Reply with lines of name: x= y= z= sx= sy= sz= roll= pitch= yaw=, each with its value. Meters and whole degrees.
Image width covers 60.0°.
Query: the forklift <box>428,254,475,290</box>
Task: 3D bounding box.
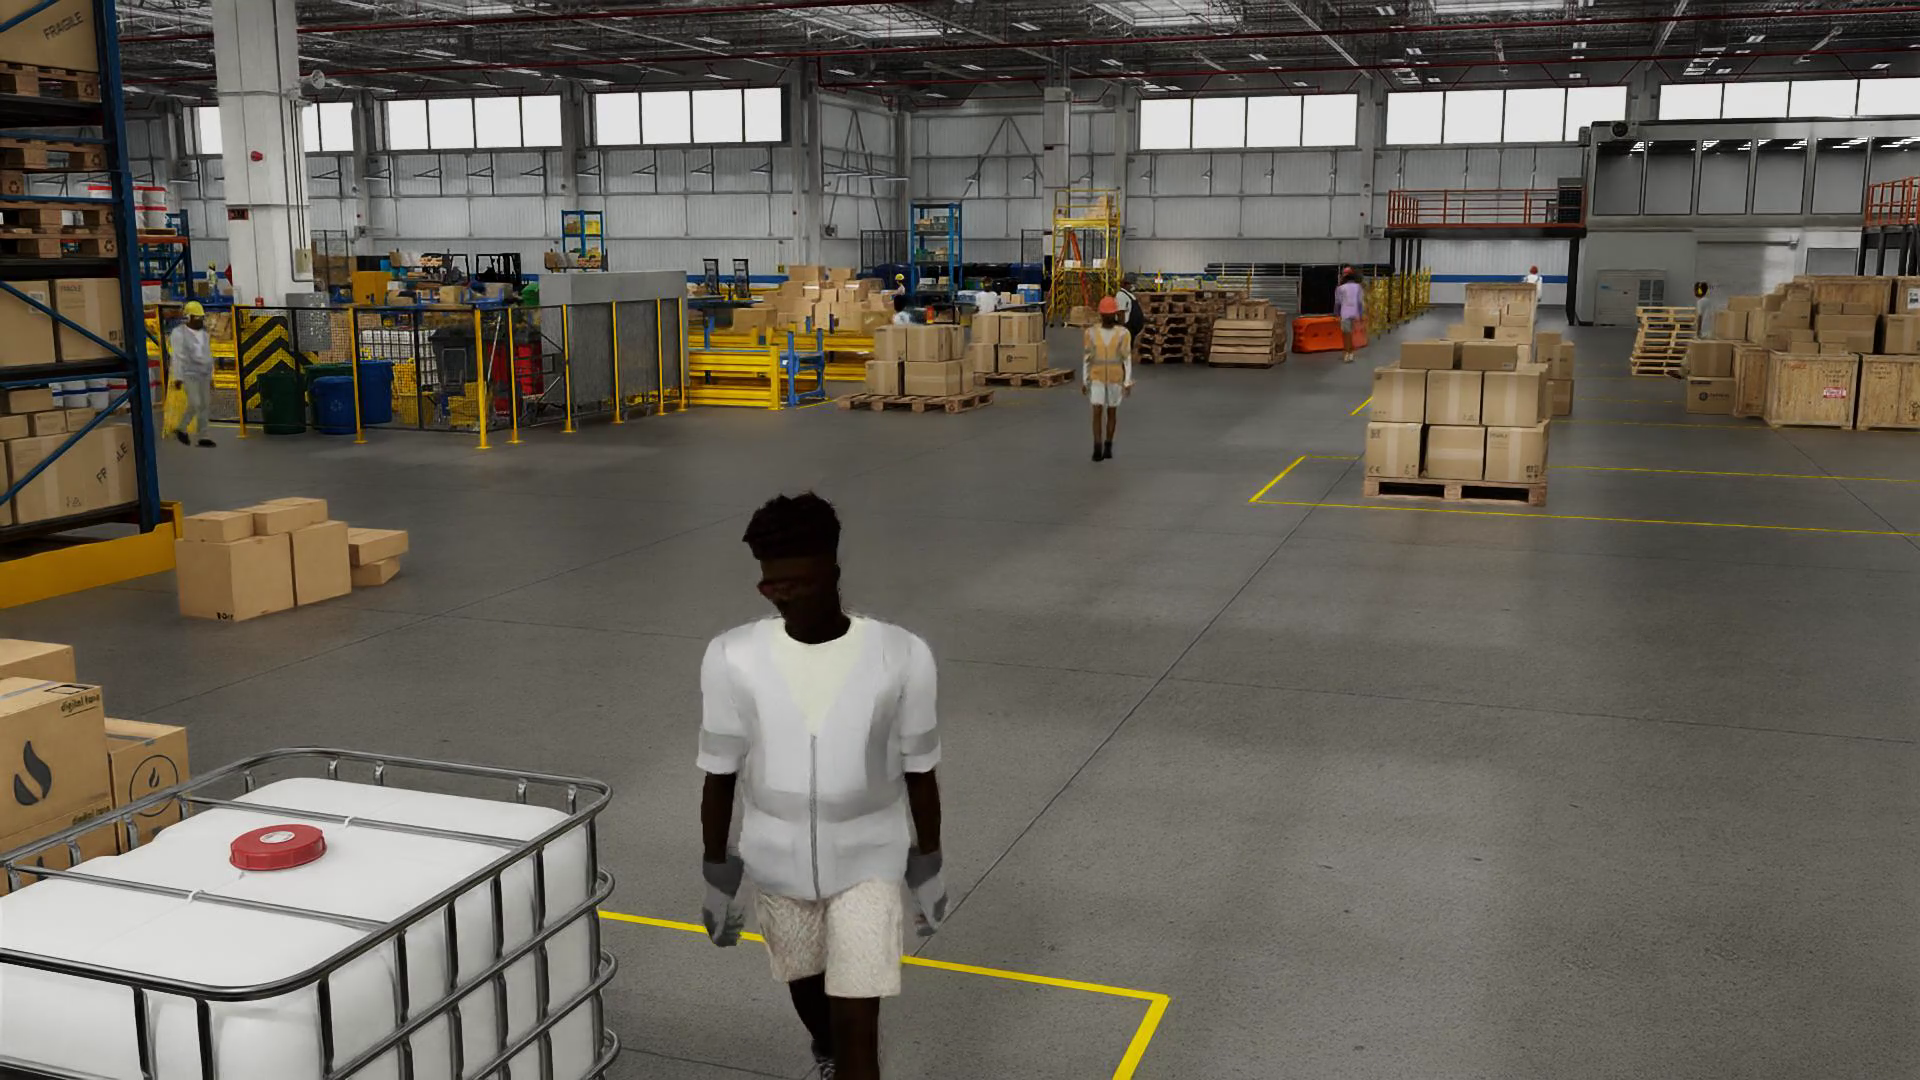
forklift: x=-20.133 y=-10.254 z=65.465 sx=1.157 sy=1.987 sz=2.680 roll=3 pitch=11 yaw=19

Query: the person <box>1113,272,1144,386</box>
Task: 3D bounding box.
person: x=3.010 y=-3.767 z=29.651 sx=0.536 sy=2.000 sz=0.683 roll=3 pitch=11 yaw=18

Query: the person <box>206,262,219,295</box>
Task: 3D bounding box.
person: x=-29.339 y=-9.994 z=65.314 sx=0.600 sy=1.827 sz=0.404 roll=10 pitch=14 yaw=43

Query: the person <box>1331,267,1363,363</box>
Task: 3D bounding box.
person: x=8.240 y=-4.809 z=35.575 sx=0.631 sy=2.009 sz=0.853 roll=-3 pitch=11 yaw=-18

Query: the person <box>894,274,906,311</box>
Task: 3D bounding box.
person: x=-1.531 y=-5.918 z=42.542 sx=0.316 sy=1.769 sz=0.525 roll=0 pitch=10 yaw=1

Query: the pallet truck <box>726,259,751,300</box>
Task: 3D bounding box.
pallet truck: x=-7.986 y=-9.493 z=62.019 sx=0.823 sy=1.965 sz=1.885 roll=3 pitch=11 yaw=17

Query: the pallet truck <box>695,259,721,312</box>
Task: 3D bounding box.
pallet truck: x=-9.165 y=-9.627 z=62.776 sx=0.823 sy=1.965 sz=1.885 roll=4 pitch=11 yaw=23

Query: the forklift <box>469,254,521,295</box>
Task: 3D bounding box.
forklift: x=-17.990 y=-10.121 z=64.684 sx=1.157 sy=1.987 sz=2.680 roll=3 pitch=11 yaw=17

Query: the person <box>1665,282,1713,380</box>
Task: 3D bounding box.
person: x=13.555 y=-3.819 z=30.573 sx=0.541 sy=1.822 sz=0.962 roll=-8 pitch=13 yaw=-37

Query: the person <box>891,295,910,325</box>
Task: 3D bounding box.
person: x=-0.936 y=-3.257 z=27.768 sx=0.602 sy=1.679 sz=0.545 roll=4 pitch=11 yaw=19

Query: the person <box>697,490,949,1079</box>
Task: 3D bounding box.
person: x=-0.343 y=0.802 z=4.312 sx=0.636 sy=1.912 sz=0.999 roll=1 pitch=10 yaw=3

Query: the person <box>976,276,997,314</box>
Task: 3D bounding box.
person: x=0.551 y=-4.601 z=34.883 sx=0.537 sy=1.851 sz=0.580 roll=-5 pitch=11 yaw=-28

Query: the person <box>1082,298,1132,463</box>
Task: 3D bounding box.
person: x=1.697 y=-1.837 z=19.203 sx=0.571 sy=1.884 sz=0.972 roll=1 pitch=10 yaw=5

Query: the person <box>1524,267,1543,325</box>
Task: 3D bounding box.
person: x=17.782 y=-7.574 z=51.695 sx=0.589 sy=1.837 sz=0.984 roll=6 pitch=12 yaw=29

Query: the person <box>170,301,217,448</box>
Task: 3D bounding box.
person: x=-9.423 y=-2.032 z=20.496 sx=0.422 sy=1.818 sz=0.623 roll=3 pitch=11 yaw=17
